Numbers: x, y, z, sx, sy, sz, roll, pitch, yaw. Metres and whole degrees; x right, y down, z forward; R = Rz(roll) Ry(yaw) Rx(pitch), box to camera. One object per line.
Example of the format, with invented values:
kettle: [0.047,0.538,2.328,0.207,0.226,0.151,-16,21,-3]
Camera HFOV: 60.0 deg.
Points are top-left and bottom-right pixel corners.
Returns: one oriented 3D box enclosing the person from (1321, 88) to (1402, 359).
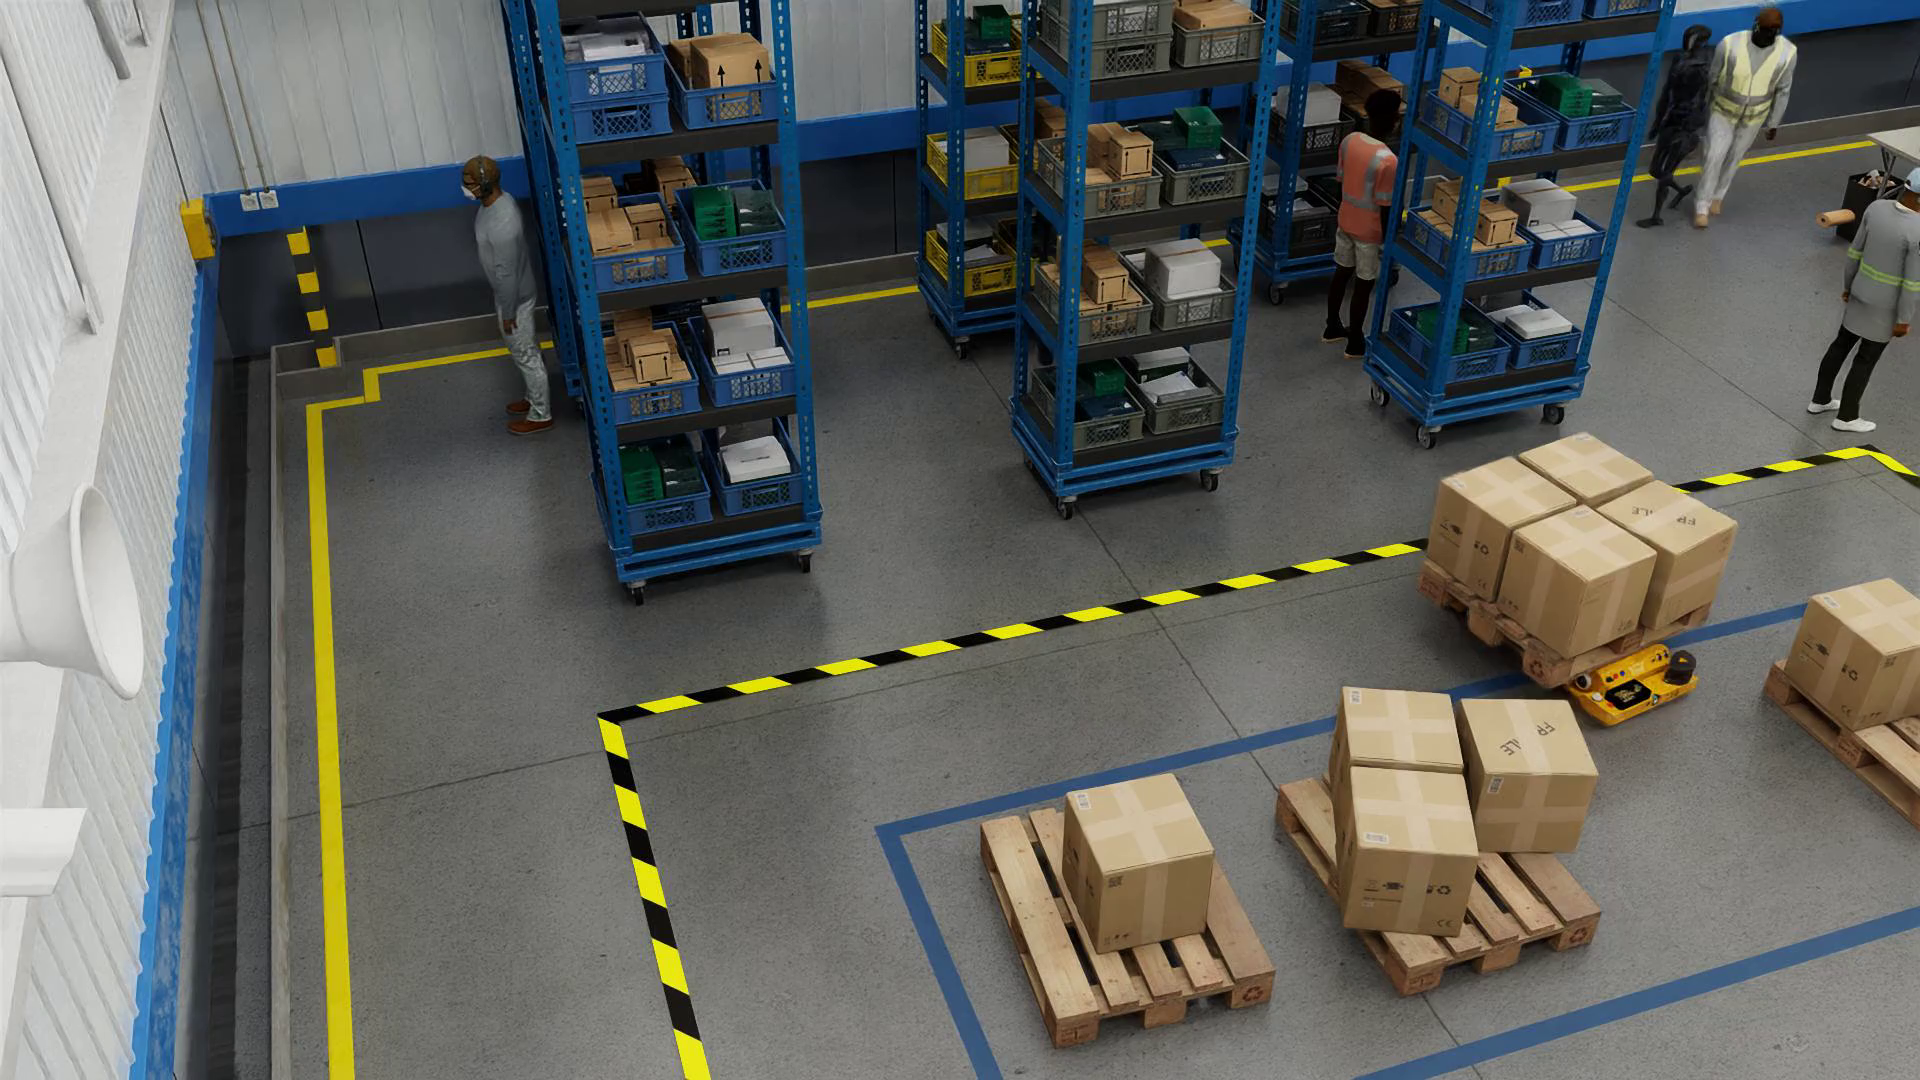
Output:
person: [2.863,-2.220,11.731,0.368,1.966,0.605,-14,38,-19]

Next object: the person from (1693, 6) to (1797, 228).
person: [6.380,-3.437,13.595,0.649,1.806,0.816,8,36,11]

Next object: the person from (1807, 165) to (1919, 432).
person: [6.061,-1.591,10.938,0.398,1.851,0.593,-9,36,-12]

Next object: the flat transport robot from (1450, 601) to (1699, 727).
flat transport robot: [3.373,0.465,9.372,0.652,0.197,1.431,-18,39,-23]

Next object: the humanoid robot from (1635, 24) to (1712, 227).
humanoid robot: [5.956,-3.397,13.661,0.553,1.648,0.605,-4,35,-5]

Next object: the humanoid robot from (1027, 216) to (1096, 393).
humanoid robot: [0.738,-1.649,11.178,0.439,1.644,0.584,-28,44,-33]

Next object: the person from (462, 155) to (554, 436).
person: [-2.939,-1.599,10.889,0.369,1.932,0.621,-11,37,-15]
